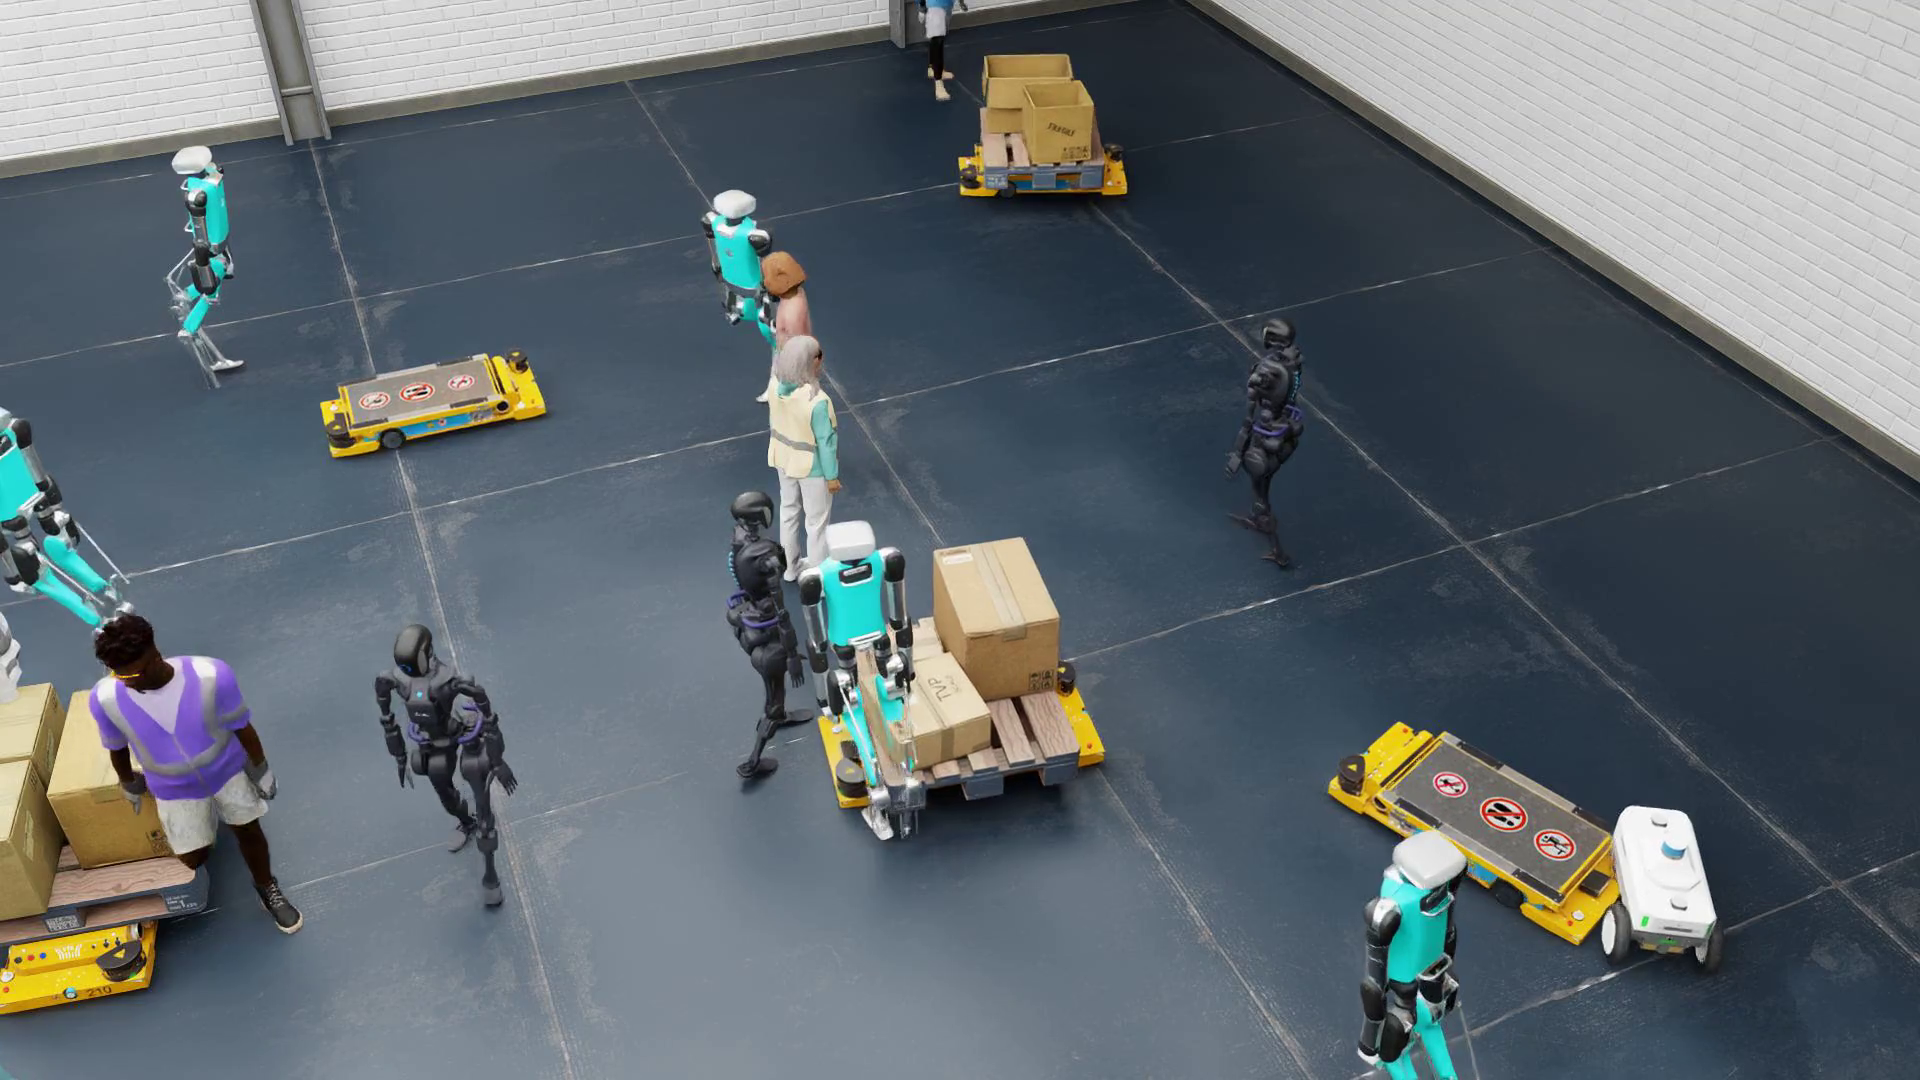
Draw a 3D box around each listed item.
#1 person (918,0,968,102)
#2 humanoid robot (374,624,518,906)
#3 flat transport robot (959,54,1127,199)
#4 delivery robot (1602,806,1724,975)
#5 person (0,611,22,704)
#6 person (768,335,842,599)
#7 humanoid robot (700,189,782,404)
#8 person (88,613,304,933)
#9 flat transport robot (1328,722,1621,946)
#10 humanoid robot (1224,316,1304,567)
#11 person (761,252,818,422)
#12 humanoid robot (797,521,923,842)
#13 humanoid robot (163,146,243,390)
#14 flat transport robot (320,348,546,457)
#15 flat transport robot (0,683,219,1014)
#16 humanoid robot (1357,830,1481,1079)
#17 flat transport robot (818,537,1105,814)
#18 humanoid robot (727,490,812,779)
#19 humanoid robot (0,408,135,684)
[{"bbox_3d":[-0.173,-5.035,15.693,0.622,1.655,0.586,24,43,27],"label":"person"},{"bbox_3d":[-2.401,0.985,7.873,0.585,1.647,0.546,1,38,2],"label":"humanoid robot"},{"bbox_3d":[0.710,-3.218,14.463,1.431,0.231,0.659,-1,38,-1],"label":"flat transport robot"},{"bbox_3d":[3.328,1.633,7.899,0.499,0.576,0.768,5,38,7],"label":"delivery robot"},{"bbox_3d":[-4.705,0.673,8.072,0.340,1.882,0.582,-30,47,-33],"label":"person"},{"bbox_3d":[-0.907,-0.412,9.625,0.474,1.709,0.365,29,46,32],"label":"person"},{"bbox_3d":[-1.275,-1.595,11.168,0.543,1.791,0.794,22,43,26],"label":"humanoid robot"},{"bbox_3d":[-3.488,1.032,7.565,0.594,1.939,0.560,-22,43,-26],"label":"person"},{"bbox_3d":[2.653,1.425,8.419,1.431,0.231,0.659,31,47,34],"label":"flat transport robot"},{"bbox_3d":[1.825,-0.609,9.932,0.577,1.652,0.587,28,46,32],"label":"humanoid robot"},{"bbox_3d":[-1.062,-1.072,10.561,0.347,1.614,0.524,-1,38,-1],"label":"person"},{"bbox_3d":[-0.396,0.817,8.032,0.531,1.785,0.806,-15,40,-19],"label":"humanoid robot"},{"bbox_3d":[-5.307,-1.826,11.501,0.772,1.839,0.541,-3,38,-4],"label":"humanoid robot"},{"bbox_3d":[-3.657,-0.955,11.516,1.431,0.231,0.659,-14,40,-18],"label":"flat transport robot"},{"bbox_3d":[-4.243,1.638,8.141,0.659,0.231,1.431,-9,38,-11],"label":"flat transport robot"},{"bbox_3d":[1.901,1.981,6.509,0.559,1.792,0.821,-28,46,-31],"label":"humanoid robot"},{"bbox_3d":[-0.001,1.035,8.927,1.431,0.231,0.659,-9,38,-11],"label":"flat transport robot"},{"bbox_3d":[-1.005,0.467,8.522,0.586,1.639,0.596,-22,42,-26],"label":"humanoid robot"},{"bbox_3d":[-4.799,0.083,8.954,0.696,1.788,0.537,8,38,10],"label":"humanoid robot"}]
